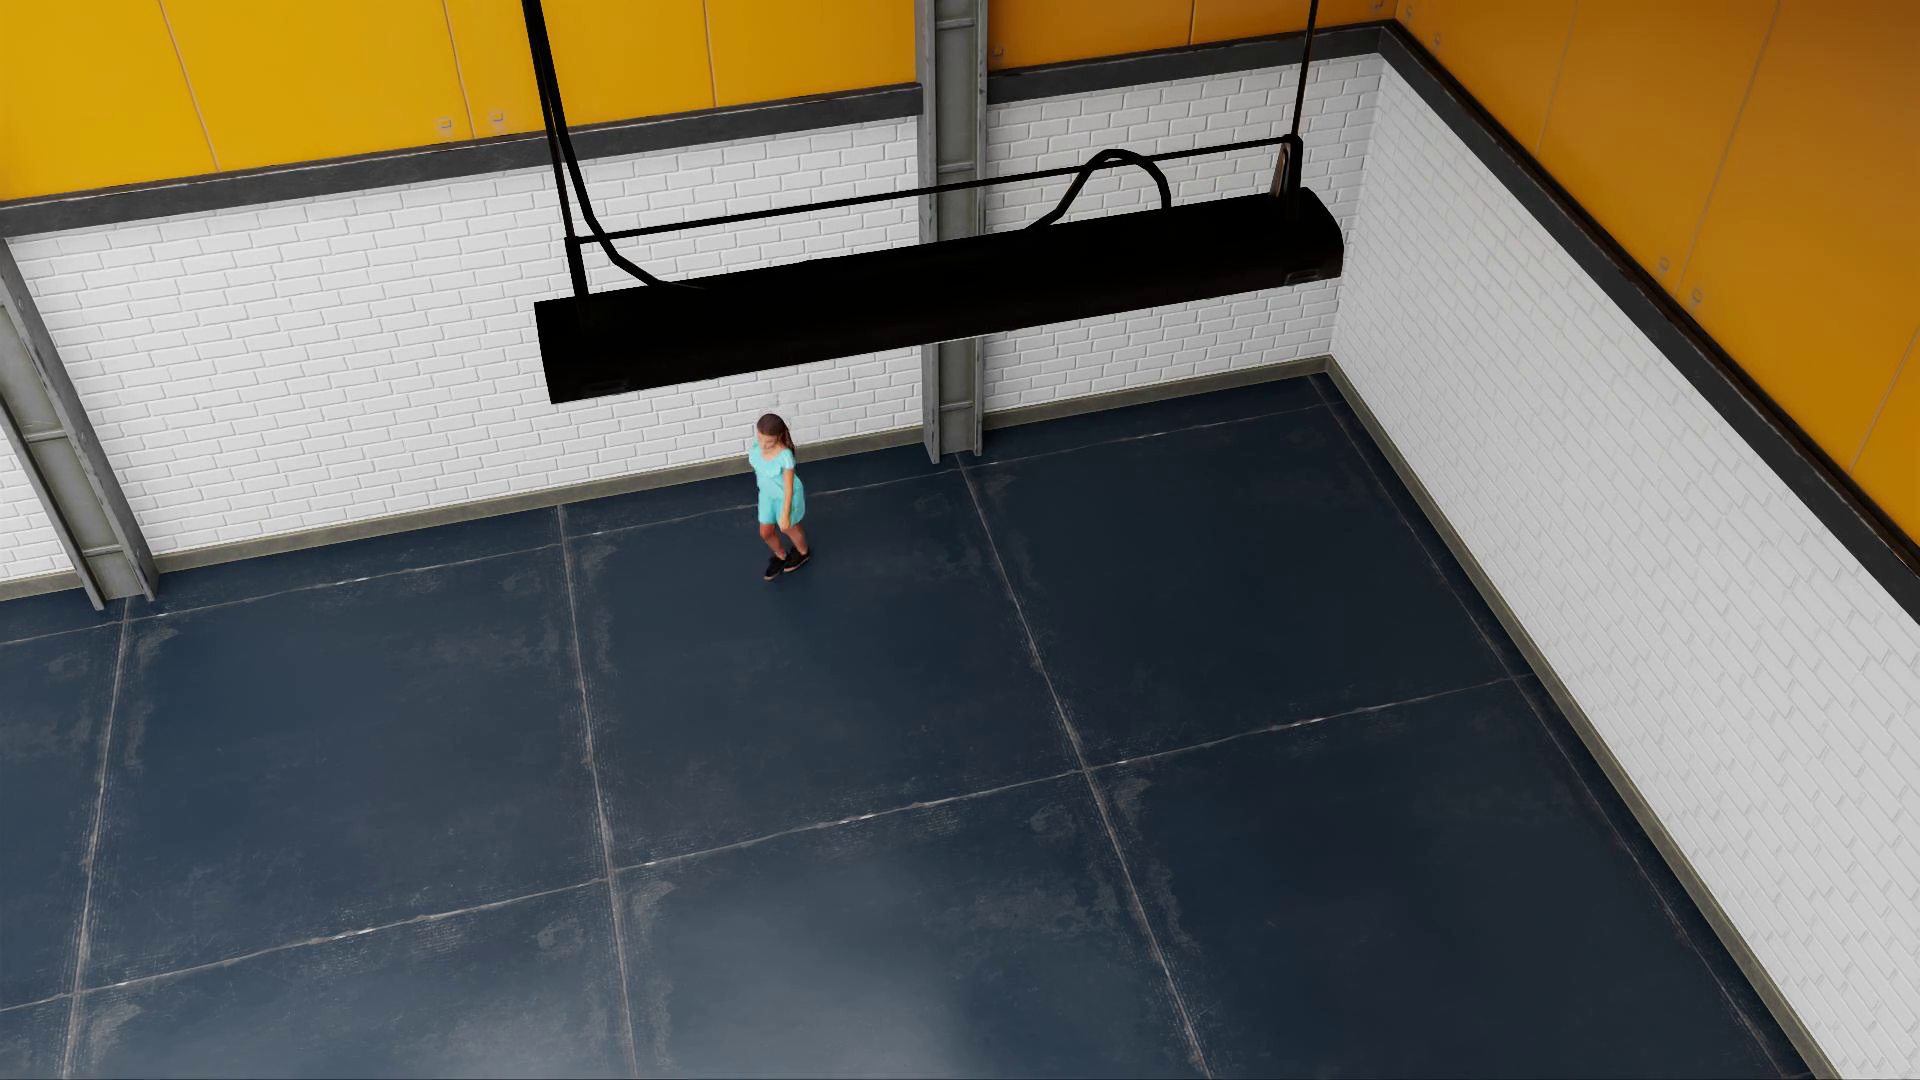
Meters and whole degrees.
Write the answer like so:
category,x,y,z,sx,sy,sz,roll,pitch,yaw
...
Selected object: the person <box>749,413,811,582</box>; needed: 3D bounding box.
category,x,y,z,sx,sy,sz,roll,pitch,yaw
person,-1.196,-0.339,11.314,0.776,1.521,0.713,-28,50,-26
